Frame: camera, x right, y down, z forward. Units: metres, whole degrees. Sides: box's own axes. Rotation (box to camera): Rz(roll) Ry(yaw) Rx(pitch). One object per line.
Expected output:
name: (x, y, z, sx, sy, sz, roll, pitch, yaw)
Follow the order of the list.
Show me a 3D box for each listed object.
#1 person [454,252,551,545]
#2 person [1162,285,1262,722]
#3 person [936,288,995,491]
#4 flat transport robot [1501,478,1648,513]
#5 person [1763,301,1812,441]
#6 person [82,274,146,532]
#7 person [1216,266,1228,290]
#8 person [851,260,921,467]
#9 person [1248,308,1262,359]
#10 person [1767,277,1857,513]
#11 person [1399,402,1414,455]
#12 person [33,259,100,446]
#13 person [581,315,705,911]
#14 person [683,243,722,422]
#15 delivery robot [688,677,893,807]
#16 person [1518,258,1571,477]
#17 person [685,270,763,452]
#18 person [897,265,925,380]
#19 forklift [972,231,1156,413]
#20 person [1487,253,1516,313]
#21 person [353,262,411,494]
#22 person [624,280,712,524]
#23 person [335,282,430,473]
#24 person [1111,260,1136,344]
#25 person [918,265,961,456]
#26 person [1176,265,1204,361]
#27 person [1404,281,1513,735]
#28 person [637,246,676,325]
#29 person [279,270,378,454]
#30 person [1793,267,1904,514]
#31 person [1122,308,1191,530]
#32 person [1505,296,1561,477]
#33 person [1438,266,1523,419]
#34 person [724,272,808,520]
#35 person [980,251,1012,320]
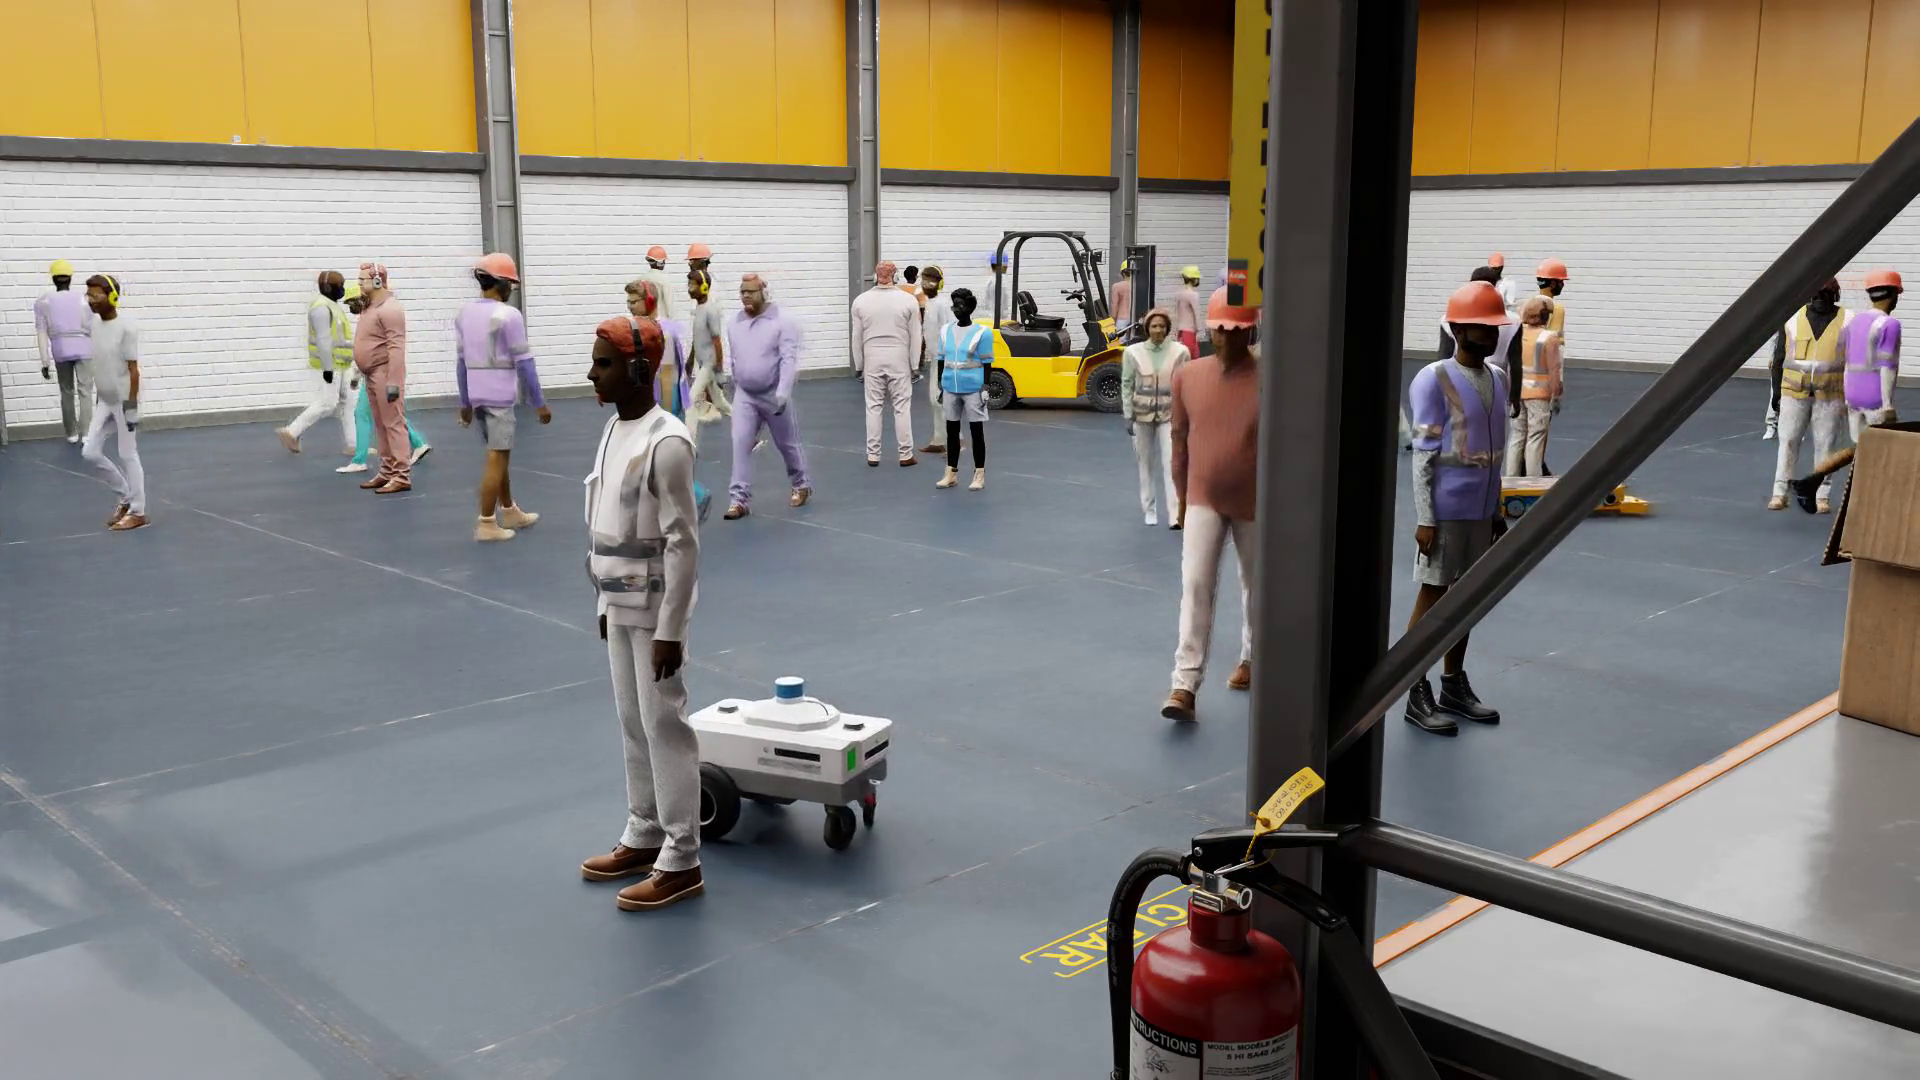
person: (-3.180, -0.996, 11.663, 0.627, 2.016, 0.712, 8, 13, 37)
person: (1.223, -0.178, 7.443, 0.637, 1.916, 1.138, 4, 11, 23)
person: (0.031, -1.260, 13.955, 0.535, 1.697, 0.318, 5, 12, 27)
flat transport robot: (4.492, -0.351, 12.885, 1.431, 0.197, 0.652, -1, 10, -4)
person: (8.673, -1.896, 17.301, 0.490, 1.741, 0.322, 5, 12, 26)
person: (-6.107, -0.978, 11.981, 0.561, 1.855, 0.397, 5, 12, 27)
person: (4.486, -3.794, 27.204, 0.625, 1.909, 0.759, 0, 10, -1)
person: (-0.670, -1.621, 15.369, 0.642, 1.901, 0.399, 1, 10, 7)
person: (2.634, -1.620, 15.290, 0.367, 1.927, 0.590, -6, 12, -28)
person: (6.590, -1.125, 12.839, 0.622, 1.838, 0.429, 6, 12, 31)
person: (4.160, -1.713, 16.162, 0.898, 1.785, 0.621, 1, 10, 7)
person: (-9.041, -1.897, 16.934, 0.597, 1.915, 0.744, -4, 11, -20)
person: (-1.021, 0.230, 5.320, 0.350, 1.882, 0.583, -6, 12, -32)
person: (-2.952, -2.367, 19.045, 0.387, 2.041, 0.615, -4, 11, -21)
delivery robot: (-0.603, 0.734, 5.941, 0.707, 0.478, 0.477, 5, 11, 24)
person: (5.024, -1.447, 14.317, 0.374, 1.935, 0.552, -3, 11, -17)
person: (-2.346, -1.661, 15.818, 0.962, 1.821, 0.500, -3, 11, -18)
person: (-0.736, -3.210, 24.610, 0.531, 1.689, 0.322, 5, 11, 24)
forklift: (1.222, -2.721, 20.561, 2.313, 2.155, 1.214, 2, 11, 13)
person: (7.363, -2.991, 22.874, 0.559, 1.895, 0.976, 6, 12, 30)
person: (-4.820, -1.343, 13.830, 0.401, 1.910, 0.642, -7, 13, -34)
person: (-2.107, -0.927, 11.786, 0.477, 1.822, 0.570, -7, 12, -32)
person: (-5.295, -1.496, 15.185, 0.841, 1.715, 0.520, -5, 12, -27)
person: (2.471, -3.263, 24.686, 0.533, 1.767, 0.324, -3, 11, -17)
person: (-0.222, -1.737, 16.182, 0.424, 1.843, 0.711, -3, 11, -16)
person: (3.024, -2.815, 22.344, 0.848, 1.739, 0.528, -2, 11, -12)
person: (2.174, -0.139, 7.177, 0.542, 1.939, 0.361, -7, 12, -33)
person: (-3.907, -2.798, 21.529, 0.619, 1.994, 0.381, 7, 12, 33)
person: (-6.129, -1.687, 16.006, 0.793, 1.817, 0.638, -1, 10, -7)
person: (6.647, -1.048, 12.260, 0.706, 1.906, 0.538, 0, 10, 2)
person: (1.420, -0.856, 11.988, 0.514, 1.597, 0.821, 1, 10, 4)
person: (4.646, -1.148, 13.502, 0.309, 1.640, 0.521, -5, 11, -25)
person: (3.886, -1.086, 12.441, 0.615, 1.894, 0.711, 4, 11, 19)
person: (-1.494, -1.126, 12.802, 0.632, 1.862, 1.003, 3, 11, 17)
person: (0.459, -2.821, 21.812, 0.452, 1.932, 0.629, -2, 11, -11)
